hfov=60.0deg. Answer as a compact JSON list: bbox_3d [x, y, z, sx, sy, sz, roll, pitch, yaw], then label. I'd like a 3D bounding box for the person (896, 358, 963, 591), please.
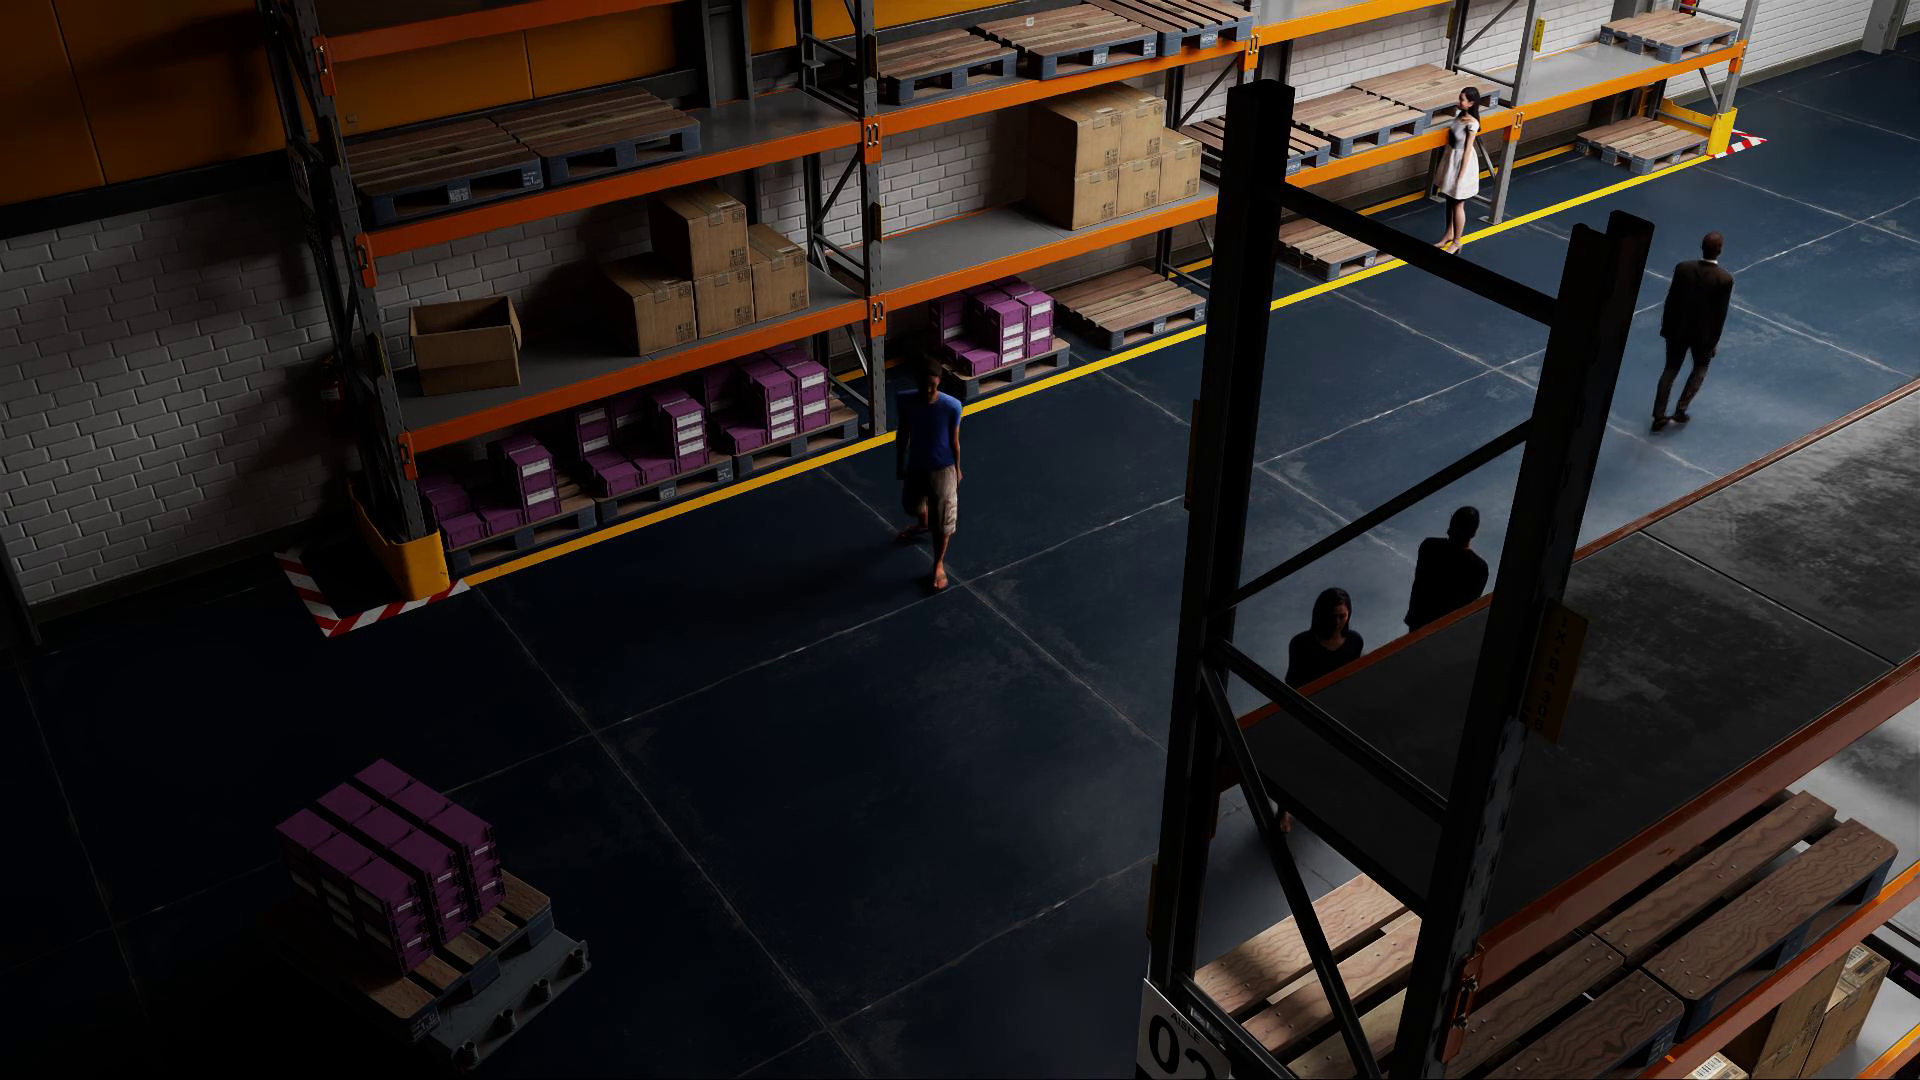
[{"bbox_3d":[-0.214,-0.564,12.166,1.082,1.821,1.166,13,36,19],"label":"person"}]

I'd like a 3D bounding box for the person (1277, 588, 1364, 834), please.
[{"bbox_3d":[2.119,1.001,9.892,0.609,1.734,0.741,-5,34,-7],"label":"person"}]

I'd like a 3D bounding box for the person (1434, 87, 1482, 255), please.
[{"bbox_3d":[5.107,-3.776,17.046,0.803,1.769,0.777,-2,34,-3],"label":"person"}]

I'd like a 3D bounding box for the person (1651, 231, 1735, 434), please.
[{"bbox_3d":[6.065,-1.686,13.886,0.753,1.785,0.741,27,42,34],"label":"person"}]

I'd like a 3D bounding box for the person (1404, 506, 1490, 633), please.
[{"bbox_3d":[2.996,0.571,10.533,0.784,1.740,0.988,25,41,33],"label":"person"}]
